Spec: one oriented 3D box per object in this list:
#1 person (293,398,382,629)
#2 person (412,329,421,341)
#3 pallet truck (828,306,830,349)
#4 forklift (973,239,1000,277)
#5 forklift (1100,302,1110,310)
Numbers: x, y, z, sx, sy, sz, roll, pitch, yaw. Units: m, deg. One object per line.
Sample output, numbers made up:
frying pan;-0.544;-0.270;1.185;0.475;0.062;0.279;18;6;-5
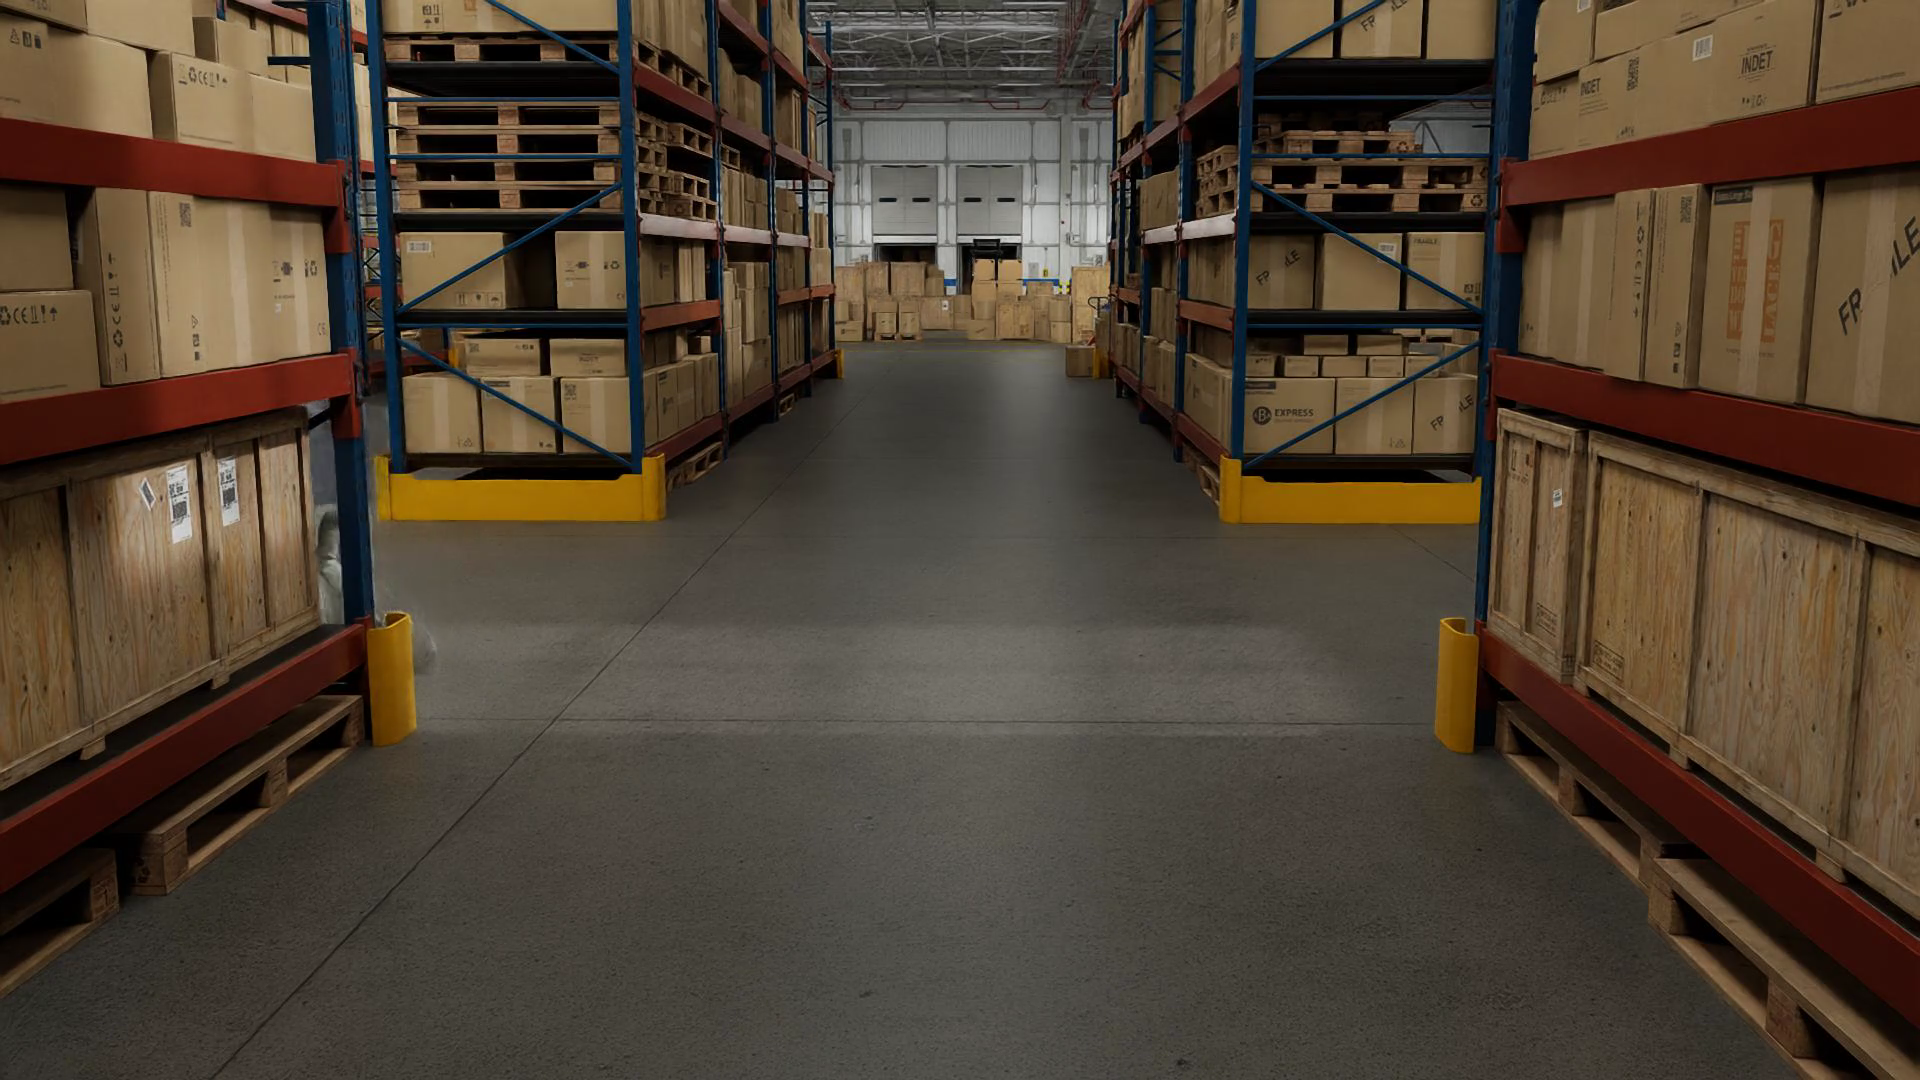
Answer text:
person;-3.192;-0.163;8.293;0.454;1.613;0.510;5;11;27
person;-13.846;-6.057;42.965;0.612;1.849;0.818;5;11;29
pallet truck;-3.100;-3.940;29.800;1.885;1.965;0.823;3;10;19
forklift;0.910;-8.900;56.875;1.129;2.768;1.873;0;9;1
forklift;4.178;-5.783;38.202;1.873;2.768;1.129;0;9;1
